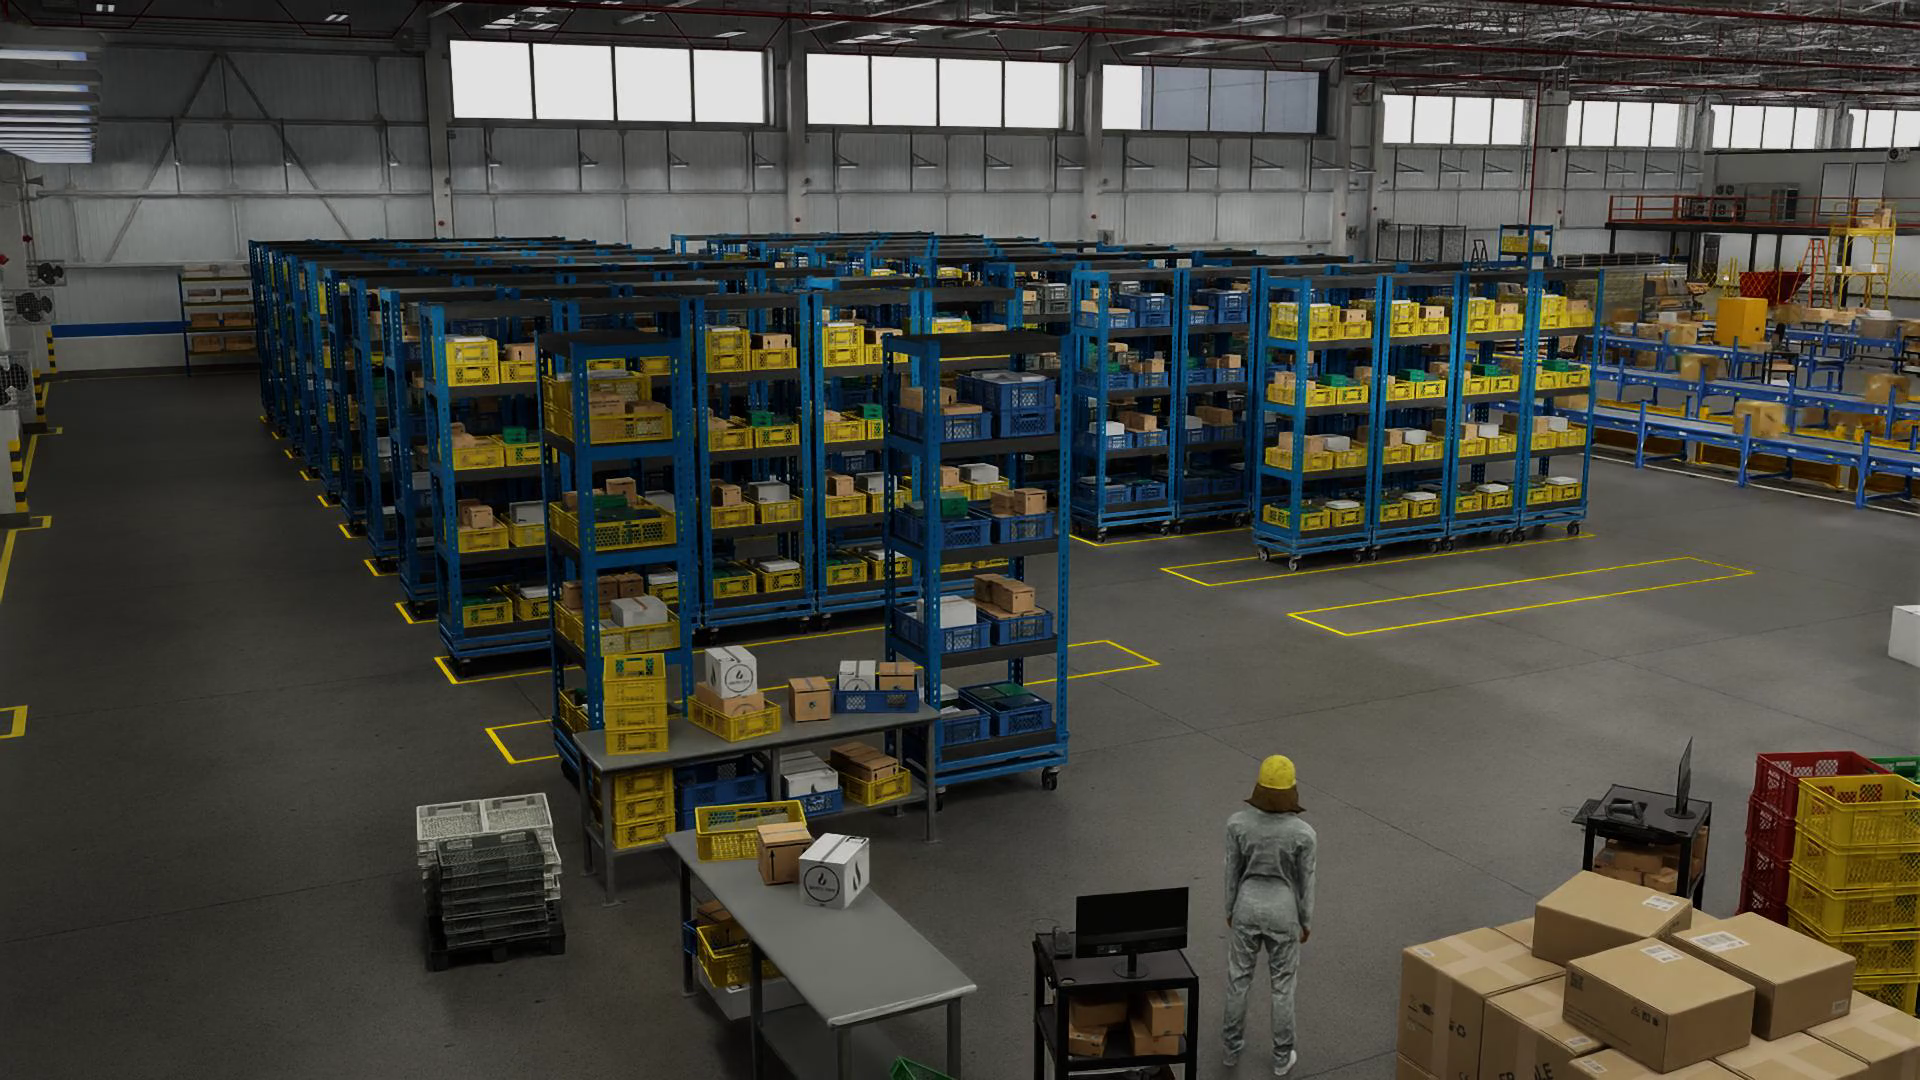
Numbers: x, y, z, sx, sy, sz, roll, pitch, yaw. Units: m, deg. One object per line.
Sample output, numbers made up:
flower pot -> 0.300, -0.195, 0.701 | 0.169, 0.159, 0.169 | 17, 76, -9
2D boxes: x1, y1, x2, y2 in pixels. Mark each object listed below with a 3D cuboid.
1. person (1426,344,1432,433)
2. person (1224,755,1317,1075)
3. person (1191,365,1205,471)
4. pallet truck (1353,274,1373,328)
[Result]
person -> 8.362, -2.570, 29.842 | 0.638, 1.902, 0.406 | -1, 12, -7
person -> 1.655, 1.990, 8.906 | 0.481, 1.732, 0.353 | 4, 13, 20
person -> 4.168, -1.979, 27.284 | 0.794, 1.819, 0.573 | -4, 13, -19
pallet truck -> 13.011, -8.050, 55.243 | 0.823, 1.965, 1.885 | -7, 14, -28
